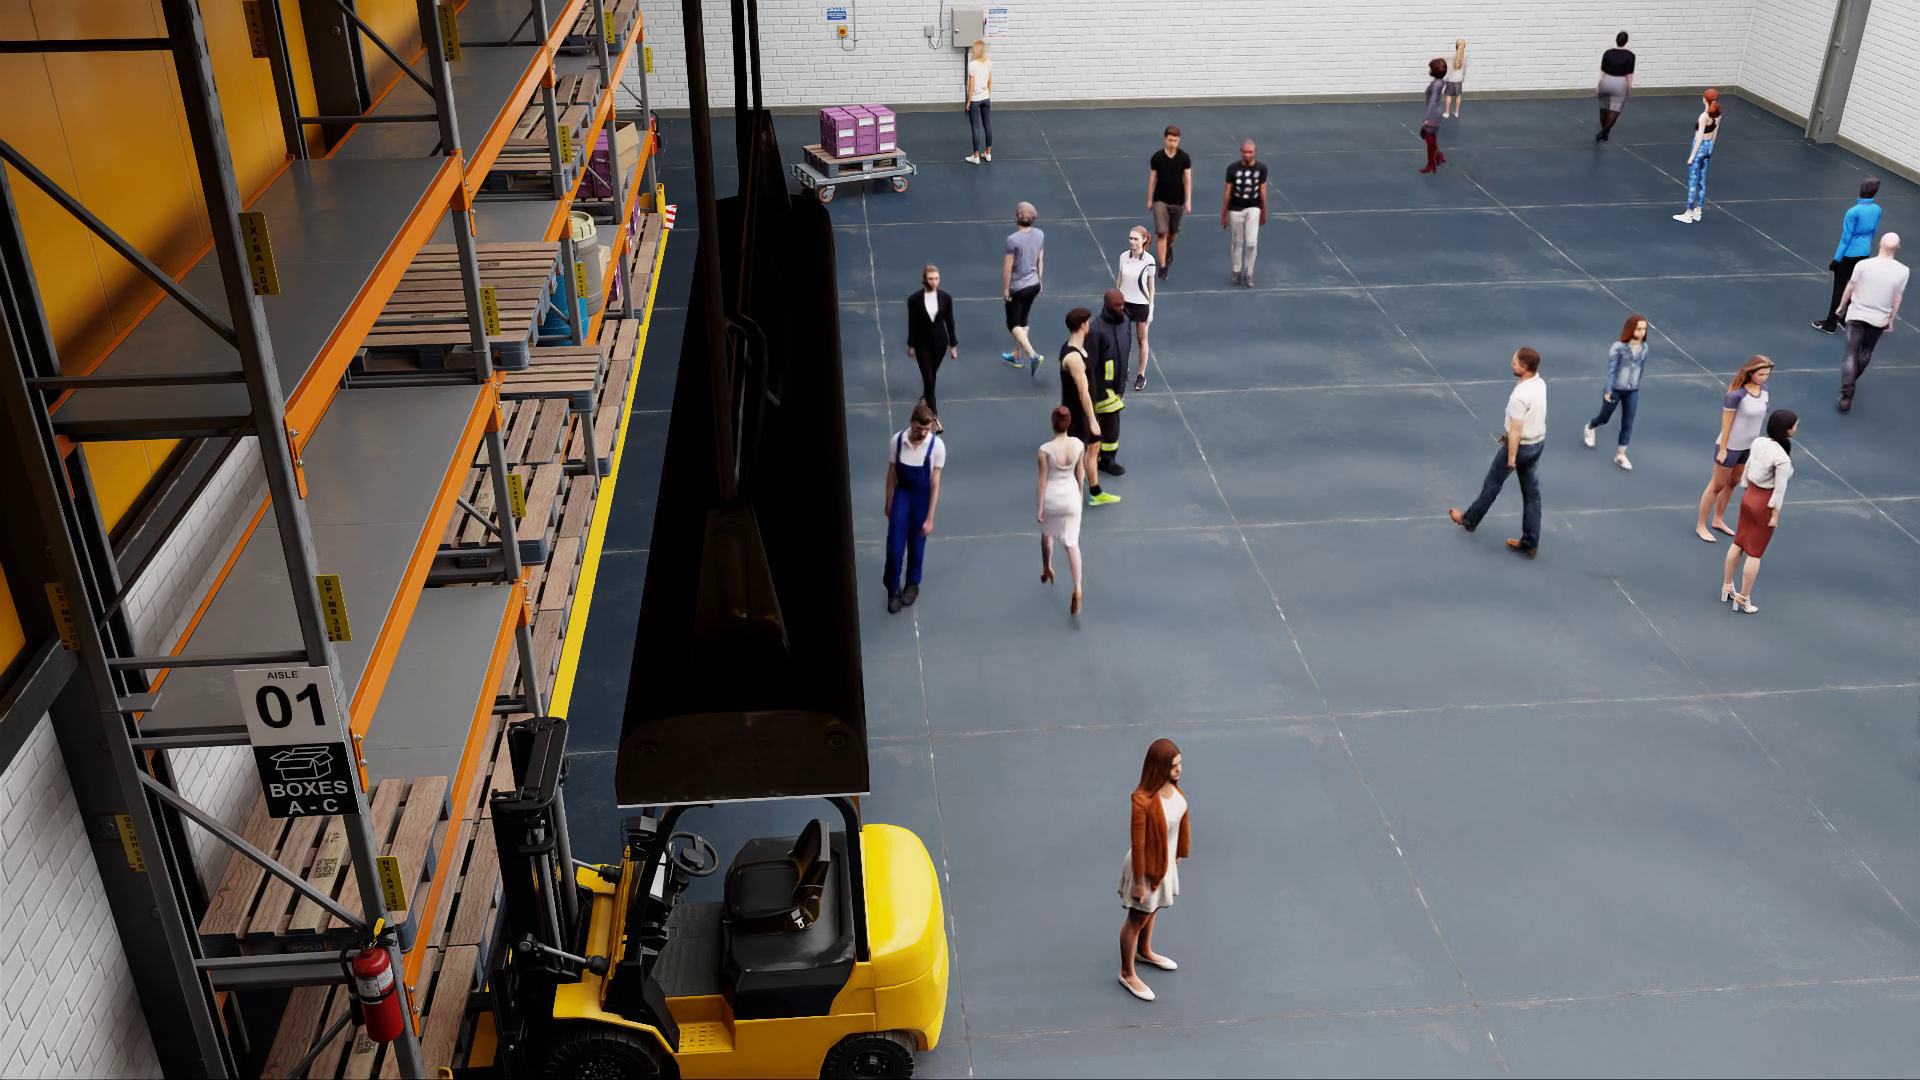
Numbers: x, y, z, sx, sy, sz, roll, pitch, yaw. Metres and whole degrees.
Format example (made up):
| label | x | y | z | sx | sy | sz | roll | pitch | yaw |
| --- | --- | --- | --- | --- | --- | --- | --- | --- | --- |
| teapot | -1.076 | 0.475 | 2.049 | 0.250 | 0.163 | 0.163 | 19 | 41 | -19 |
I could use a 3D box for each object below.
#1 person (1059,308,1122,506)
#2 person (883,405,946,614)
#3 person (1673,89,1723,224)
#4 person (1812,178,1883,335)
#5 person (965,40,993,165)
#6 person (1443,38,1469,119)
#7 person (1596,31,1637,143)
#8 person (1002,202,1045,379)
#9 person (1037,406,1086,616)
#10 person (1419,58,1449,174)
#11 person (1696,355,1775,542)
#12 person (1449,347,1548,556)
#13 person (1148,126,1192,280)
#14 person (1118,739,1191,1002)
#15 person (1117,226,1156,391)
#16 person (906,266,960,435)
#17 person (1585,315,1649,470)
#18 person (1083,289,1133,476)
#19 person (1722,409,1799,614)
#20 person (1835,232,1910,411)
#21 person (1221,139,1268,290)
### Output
| label | x | y | z | sx | sy | sz | roll | pitch | yaw |
| --- | --- | --- | --- | --- | --- | --- | --- | --- | --- |
| person | 1.014 | -1.156 | 14.953 | 0.957 | 1.855 | 0.887 | 7 | 29 | 13 |
| person | -0.334 | -0.318 | 13.459 | 0.778 | 1.815 | 0.816 | 7 | 29 | 13 |
| person | 9.975 | -5.176 | 22.397 | 0.664 | 1.785 | 0.686 | -16 | 33 | -27 |
| person | 10.099 | -3.209 | 18.784 | 0.655 | 1.792 | 0.603 | -8 | 30 | -14 |
| person | 0.296 | -6.575 | 24.936 | 0.680 | 1.809 | 0.676 | -20 | 34 | -32 |
| person | 8.165 | -7.619 | 27.406 | 0.523 | 1.276 | 0.534 | -5 | 29 | -9 |
| person | 10.062 | -6.925 | 25.654 | 1.073 | 1.736 | 1.176 | 19 | 34 | 30 |
| person | 0.709 | -2.636 | 17.655 | 0.993 | 1.866 | 1.160 | -19 | 34 | -31 |
| person | 0.844 | -0.212 | 13.323 | 0.736 | 1.759 | 1.134 | -8 | 30 | -14 |
| person | 7.009 | -6.175 | 24.320 | 0.824 | 1.696 | 0.753 | 13 | 31 | 22 |
| person | 6.744 | -0.825 | 14.482 | 0.669 | 1.725 | 0.660 | -13 | 31 | -23 |
| person | 4.896 | -0.726 | 14.213 | 1.052 | 1.810 | 1.212 | -21 | 35 | -34 |
| person | 2.598 | -4.226 | 20.609 | 0.764 | 1.829 | 1.244 | 1 | 29 | 1 |
| person | 1.099 | 1.852 | 9.579 | 0.780 | 1.722 | 0.697 | 17 | 33 | 29 |
| person | 1.831 | -2.440 | 17.416 | 0.669 | 1.751 | 0.694 | 13 | 31 | 23 |
| person | -0.308 | -1.928 | 16.582 | 0.775 | 1.652 | 1.118 | -8 | 30 | -14 |
| person | 6.293 | -1.457 | 15.927 | 0.574 | 1.451 | 0.949 | -3 | 29 | -6 |
| person | 1.302 | -1.542 | 15.721 | 1.150 | 1.797 | 1.247 | -25 | 37 | -37 |
| person | 6.437 | -0.242 | 13.388 | 0.664 | 1.750 | 0.464 | -4 | 29 | -8 |
| person | 9.225 | -2.190 | 16.922 | 1.004 | 1.785 | 1.290 | 9 | 30 | 15 |
| person | 3.465 | -4.014 | 20.263 | 0.804 | 1.787 | 0.893 | 4 | 29 | 7 |
